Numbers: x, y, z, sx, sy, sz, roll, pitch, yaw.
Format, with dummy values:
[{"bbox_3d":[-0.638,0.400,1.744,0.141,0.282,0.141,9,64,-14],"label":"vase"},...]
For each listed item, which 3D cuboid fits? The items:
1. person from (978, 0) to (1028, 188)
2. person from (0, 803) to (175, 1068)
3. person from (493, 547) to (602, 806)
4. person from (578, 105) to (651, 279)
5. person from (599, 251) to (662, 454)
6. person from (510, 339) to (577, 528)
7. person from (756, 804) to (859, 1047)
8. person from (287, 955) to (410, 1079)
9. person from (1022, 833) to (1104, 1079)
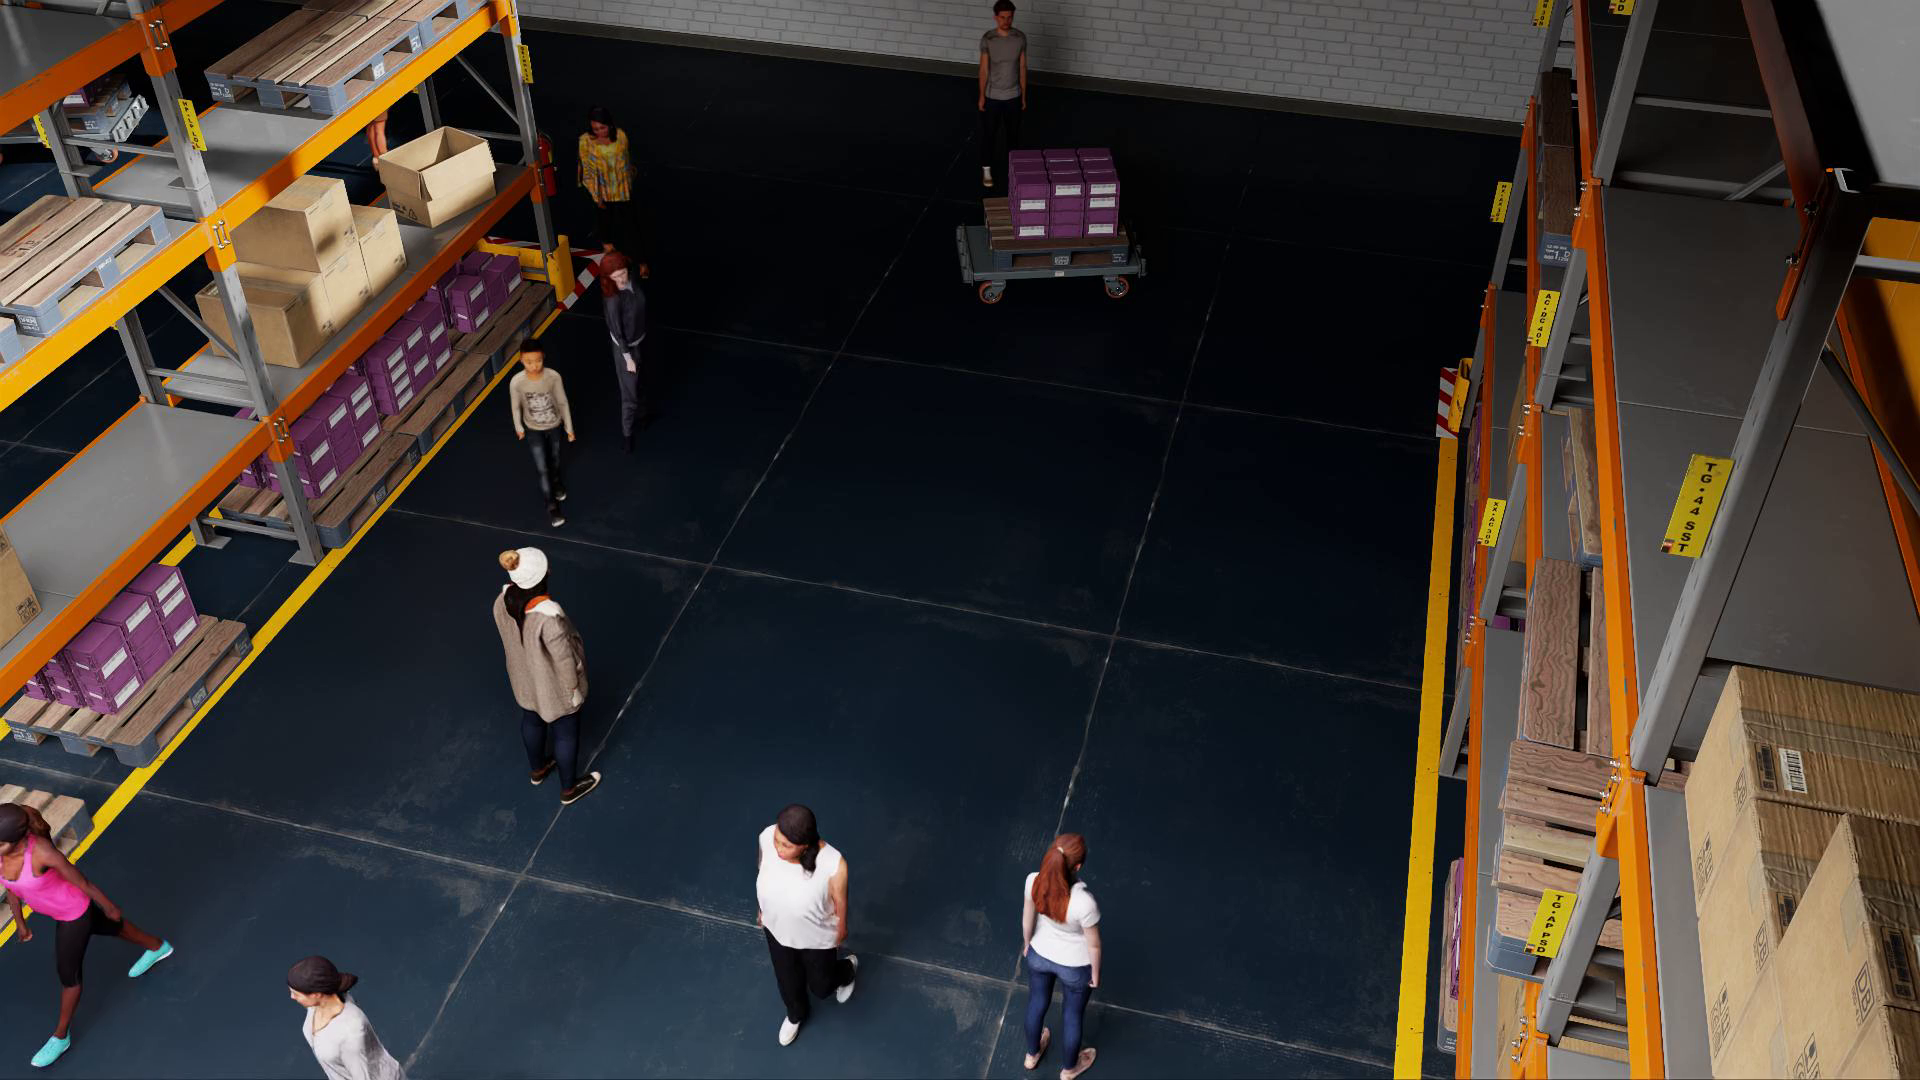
[{"bbox_3d":[0.415,-4.406,16.374,0.711,1.893,0.687,-5,39,-6],"label":"person"},{"bbox_3d":[-4.588,1.886,8.681,0.699,1.661,1.169,17,42,20],"label":"person"},{"bbox_3d":[-2.493,0.786,9.874,0.775,1.890,0.784,23,44,26],"label":"person"},{"bbox_3d":[-3.201,-3.183,15.077,1.083,1.600,1.165,-21,43,-24],"label":"person"},{"bbox_3d":[-2.550,-1.539,12.894,0.817,1.756,0.434,0,39,0],"label":"person"},{"bbox_3d":[-3.095,-0.888,12.334,0.887,1.438,0.978,-17,42,-20],"label":"person"},{"bbox_3d":[-0.791,1.942,8.601,0.766,1.674,0.857,21,43,24],"label":"person"},{"bbox_3d":[-2.716,2.489,7.861,0.944,1.742,1.132,31,48,32],"label":"person"},{"bbox_3d":[0.495,2.104,8.346,0.632,1.738,0.610,20,43,23],"label":"person"}]
